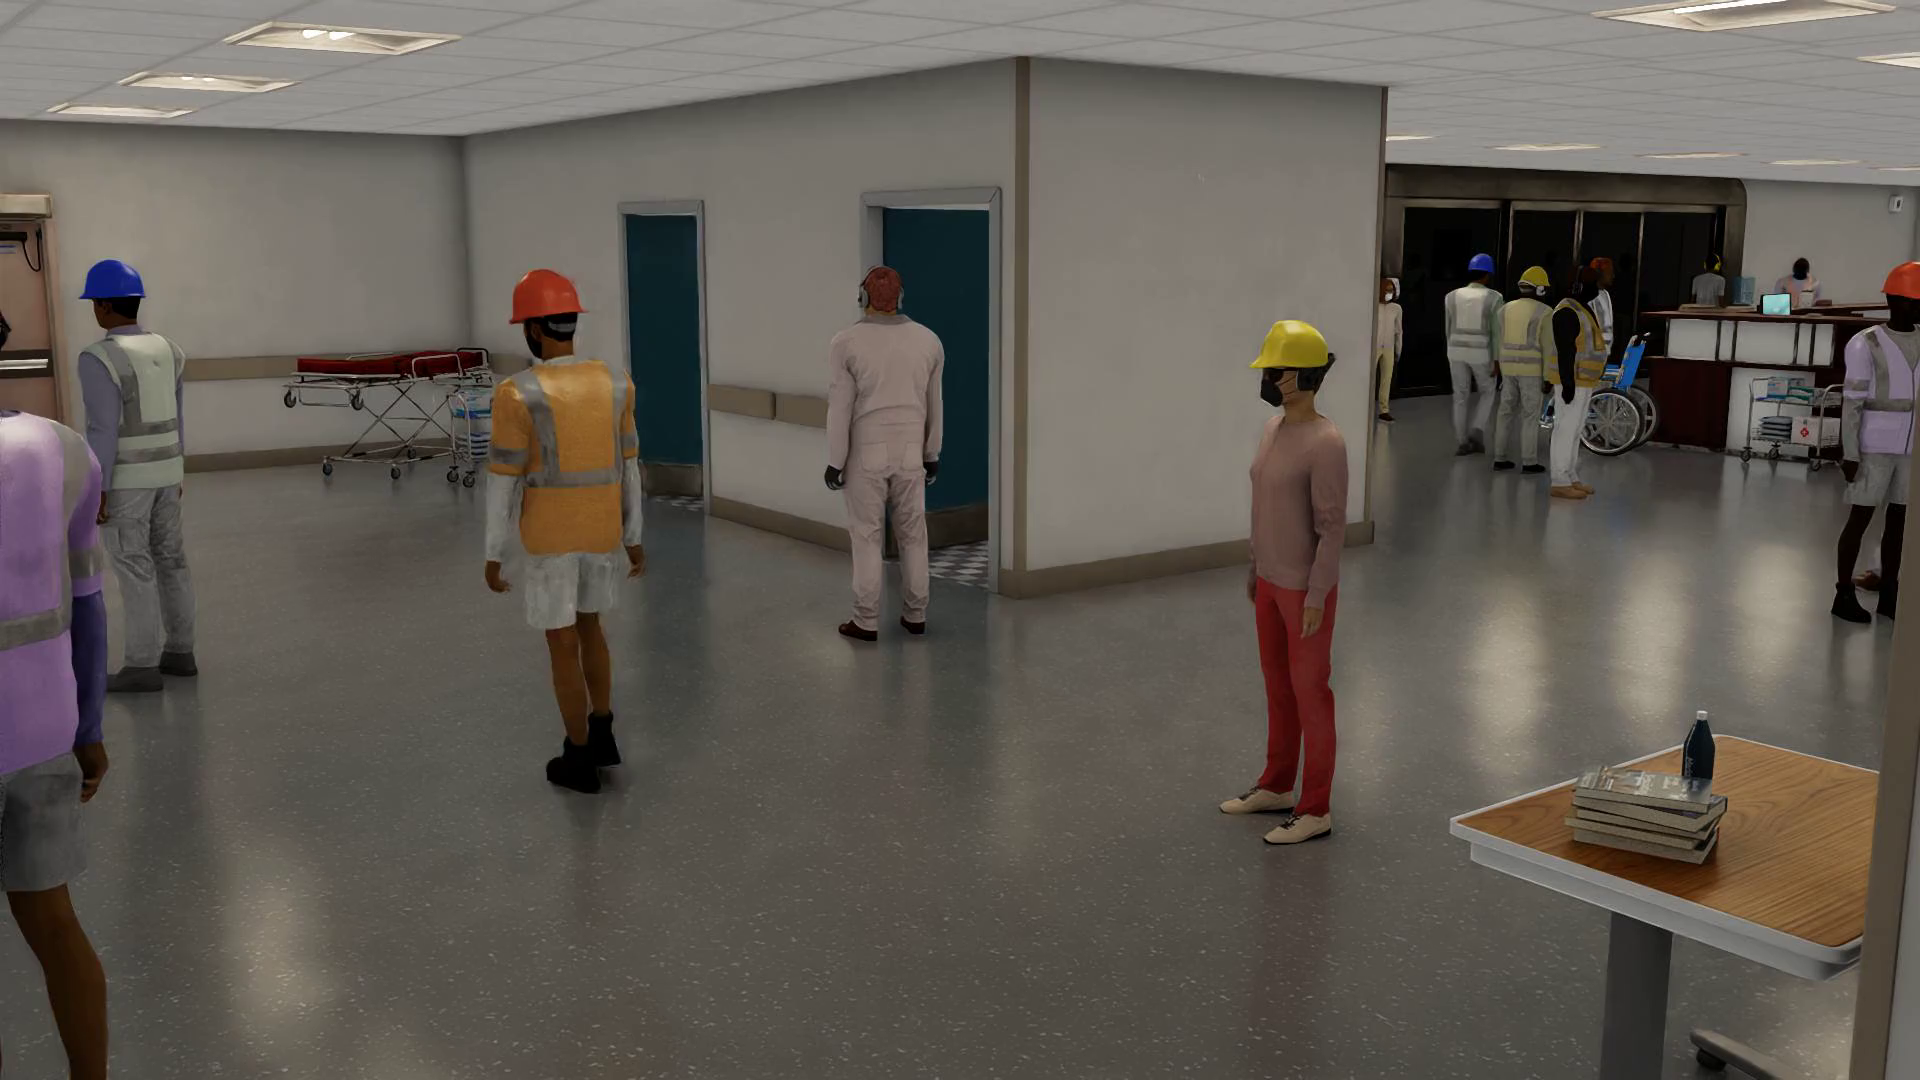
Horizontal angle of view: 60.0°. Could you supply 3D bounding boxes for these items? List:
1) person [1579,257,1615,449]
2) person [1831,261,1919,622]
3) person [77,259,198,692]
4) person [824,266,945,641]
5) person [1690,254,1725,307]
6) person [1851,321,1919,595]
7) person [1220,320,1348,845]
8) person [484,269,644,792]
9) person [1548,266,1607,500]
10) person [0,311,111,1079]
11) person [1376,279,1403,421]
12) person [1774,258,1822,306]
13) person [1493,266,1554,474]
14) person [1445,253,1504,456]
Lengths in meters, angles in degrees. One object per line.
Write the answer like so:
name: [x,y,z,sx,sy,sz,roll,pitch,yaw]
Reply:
person: [6.264,-1.840,16.427,0.342,1.883,0.586,8,13,38]
person: [4.958,-0.505,8.845,0.539,1.929,0.389,-1,10,-7]
person: [-3.739,-0.286,7.541,0.389,1.946,0.614,2,10,10]
person: [-0.402,-0.440,8.527,0.655,1.906,0.407,-6,12,-28]
person: [11.008,-3.269,24.492,0.310,1.864,0.533,-8,13,-37]
person: [5.369,-0.595,9.570,0.896,1.834,0.563,-4,11,-23]
person: [1.113,0.144,5.646,0.316,1.769,0.524,-3,10,-15]
person: [-1.487,-0.026,6.139,0.581,1.924,0.491,-9,14,-42]
person: [4.920,-1.253,13.268,0.429,1.844,0.626,6,12,32]
person: [-2.041,0.410,3.426,0.408,2.033,0.612,3,11,18]
person: [4.791,-2.151,18.910,0.504,1.627,0.285,-2,10,-13]
person: [12.074,-3.155,24.035,0.638,1.798,0.931,5,11,25]
person: [4.996,-1.493,14.675,0.404,1.823,0.587,-7,12,-34]
person: [4.896,-1.755,15.849,0.603,1.923,0.459,7,12,35]
